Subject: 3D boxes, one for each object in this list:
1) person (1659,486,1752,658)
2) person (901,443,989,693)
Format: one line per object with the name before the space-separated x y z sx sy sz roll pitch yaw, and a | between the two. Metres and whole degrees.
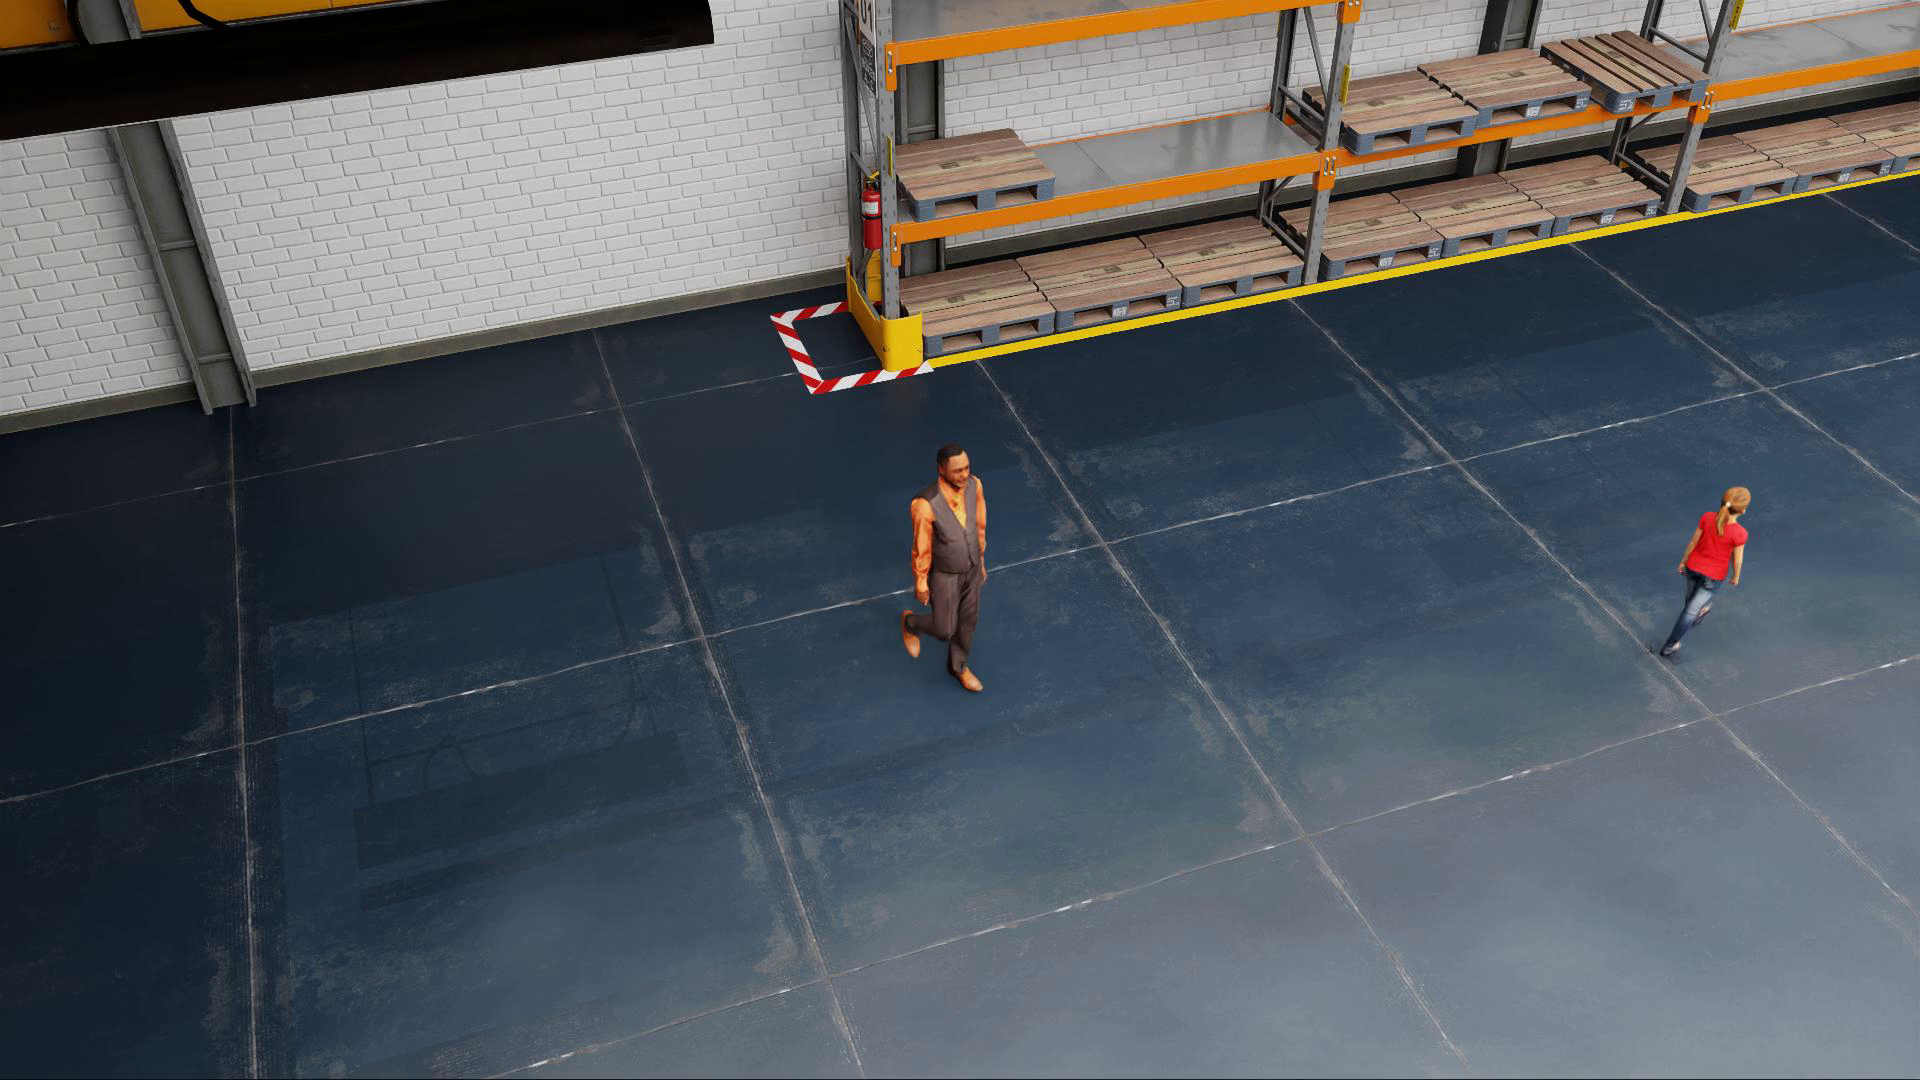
person | 4.855 0.232 10.921 0.899 1.287 0.643 -26 45 -29
person | -0.120 0.135 10.557 0.973 1.892 0.935 -28 46 -30
